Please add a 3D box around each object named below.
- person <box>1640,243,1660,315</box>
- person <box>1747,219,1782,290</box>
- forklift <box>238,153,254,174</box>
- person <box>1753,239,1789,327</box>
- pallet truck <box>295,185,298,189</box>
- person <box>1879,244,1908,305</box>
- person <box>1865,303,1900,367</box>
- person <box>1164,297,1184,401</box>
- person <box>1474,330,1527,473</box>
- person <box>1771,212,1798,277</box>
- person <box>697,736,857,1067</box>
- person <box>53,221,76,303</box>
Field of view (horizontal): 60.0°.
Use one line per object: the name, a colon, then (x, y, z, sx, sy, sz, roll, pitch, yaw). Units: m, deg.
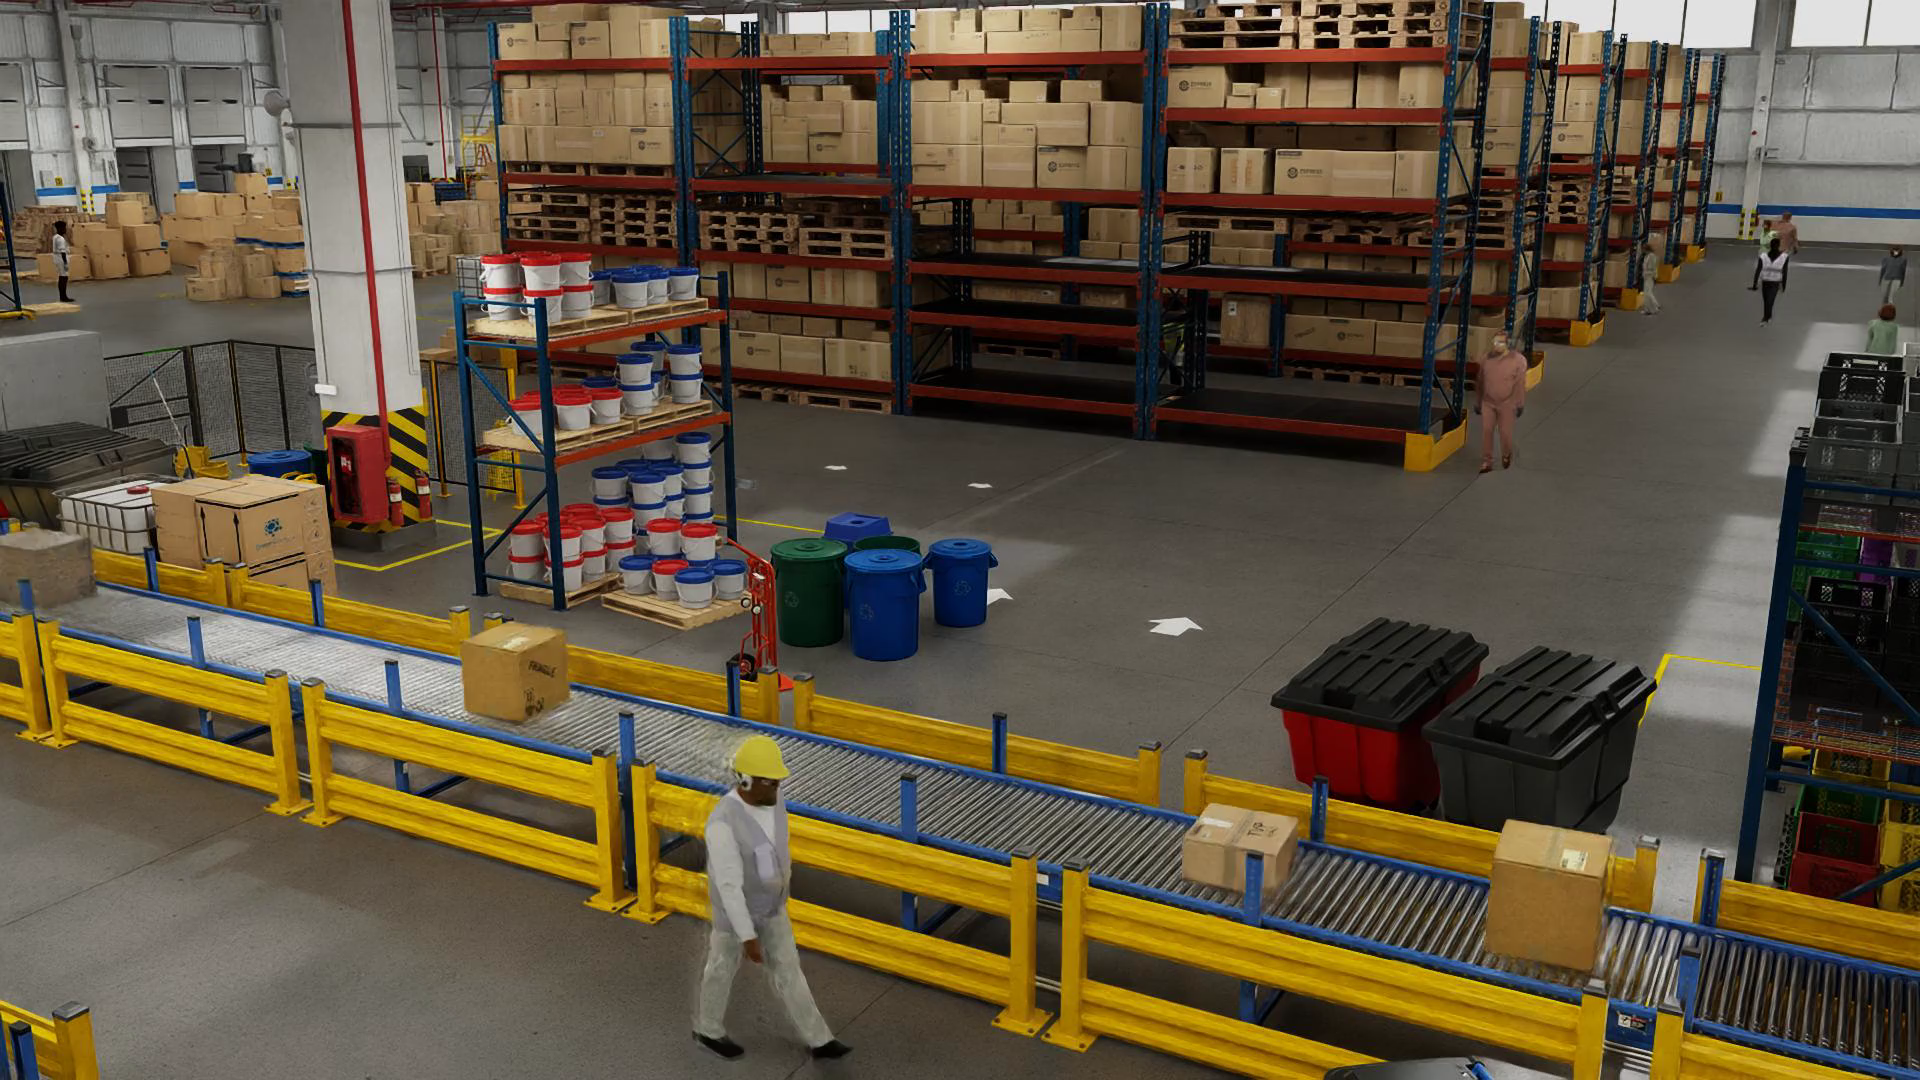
person: (15.661, -5.929, 37.805, 0.425, 1.612, 0.563, 0, 15, 1)
person: (20.750, -7.329, 42.712, 0.853, 1.812, 0.569, -5, 16, -18)
forklift: (-26.170, -12.804, 61.235, 1.873, 2.768, 1.129, -3, 15, -10)
person: (17.603, -5.608, 36.112, 0.611, 1.878, 0.991, 11, 19, 36)
pallet truck: (-26.804, -14.617, 69.738, 1.885, 1.965, 0.823, -14, 20, -42)
person: (21.126, -5.898, 37.673, 0.511, 1.620, 0.528, 10, 18, 32)
person: (14.789, -2.989, 26.747, 0.410, 1.625, 0.498, -8, 17, -29)
person: (3.471, -3.114, 27.067, 0.321, 1.699, 0.530, -3, 15, -10)
person: (7.054, -1.811, 21.797, 0.669, 1.890, 0.456, 10, 18, 32)
person: (22.012, -7.807, 44.405, 0.999, 1.850, 0.676, -13, 20, -40)
person: (-0.967, 1.837, 8.285, 0.944, 1.781, 0.608, 9, 17, 30)
person: (-21.612, -6.697, 40.057, 0.382, 1.958, 0.606, -11, 19, -36)
